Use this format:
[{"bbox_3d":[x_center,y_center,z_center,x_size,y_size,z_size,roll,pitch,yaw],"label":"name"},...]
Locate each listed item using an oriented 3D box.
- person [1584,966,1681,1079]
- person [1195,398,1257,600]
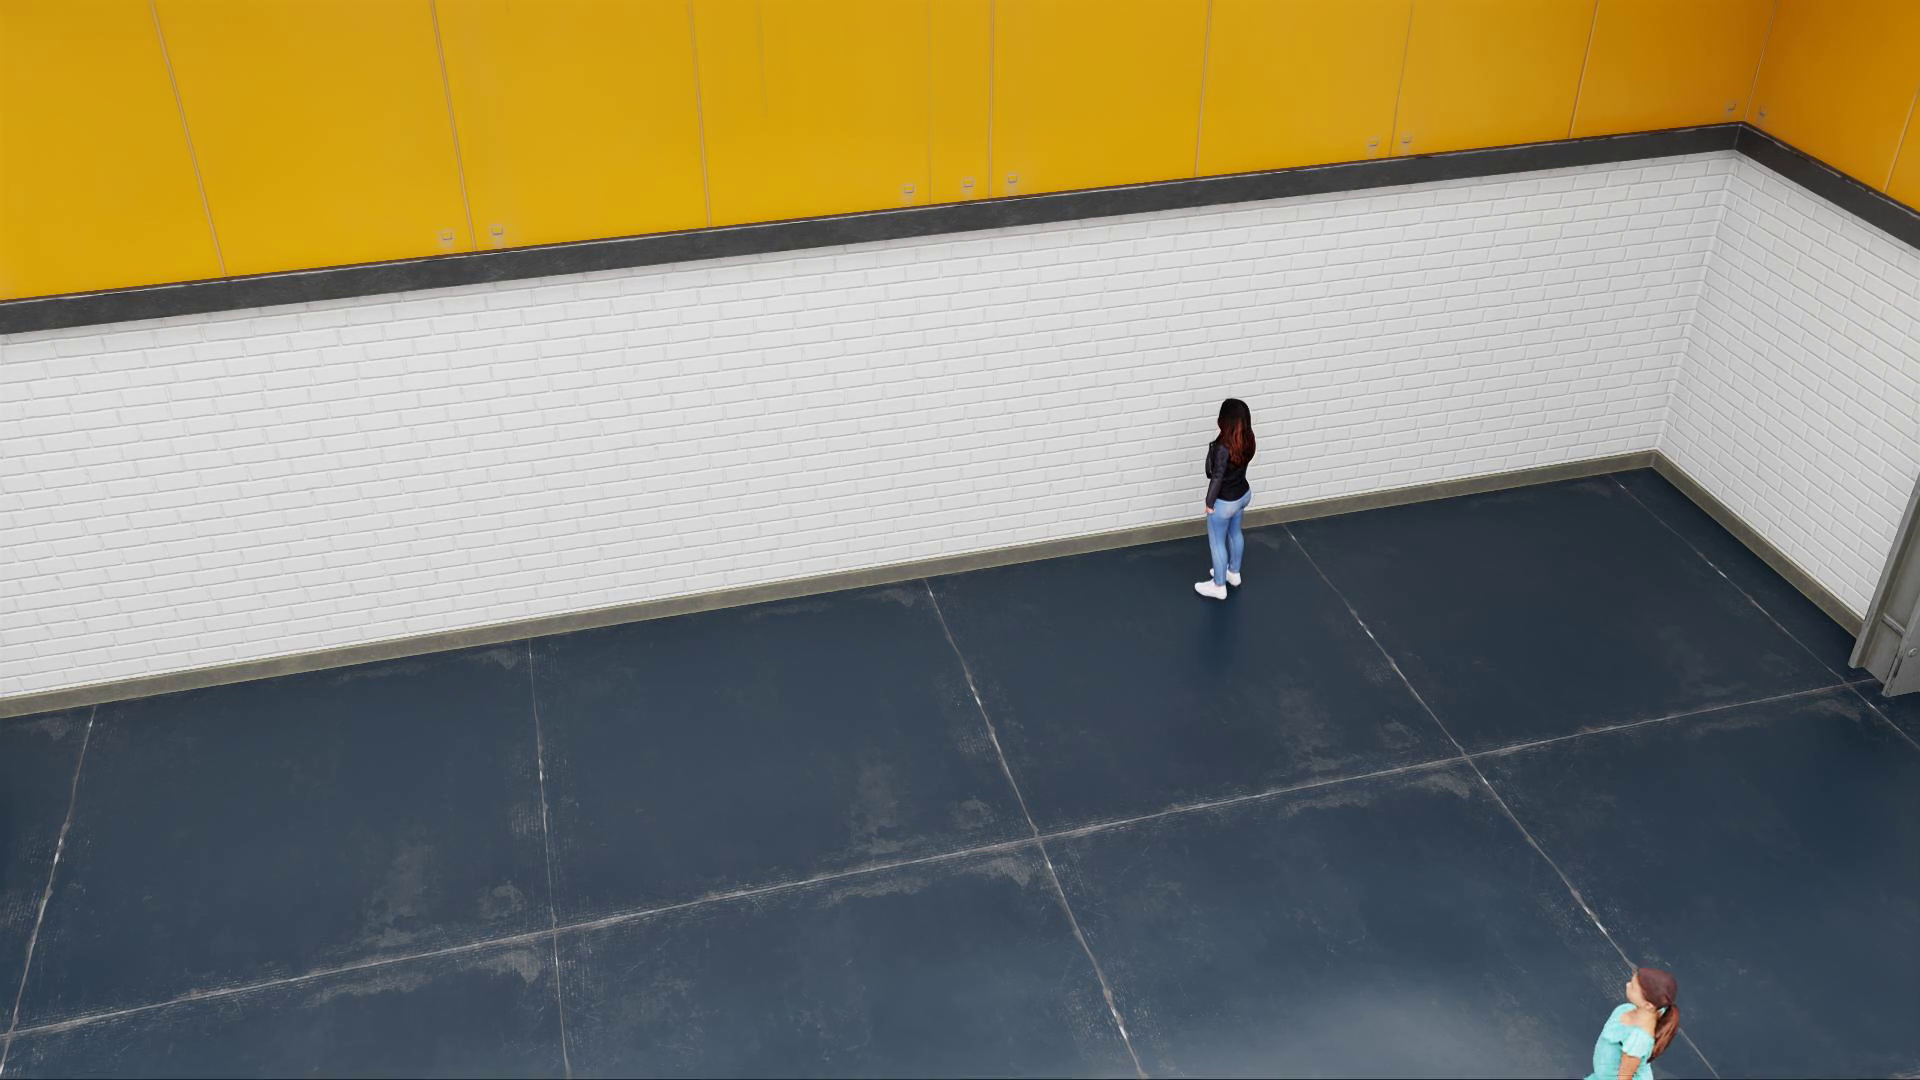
[{"bbox_3d":[3.233,2.644,7.956,1.124,1.527,0.924,27,42,34],"label":"person"},{"bbox_3d":[1.992,-0.324,12.327,0.733,1.630,0.711,26,42,33],"label":"person"}]
